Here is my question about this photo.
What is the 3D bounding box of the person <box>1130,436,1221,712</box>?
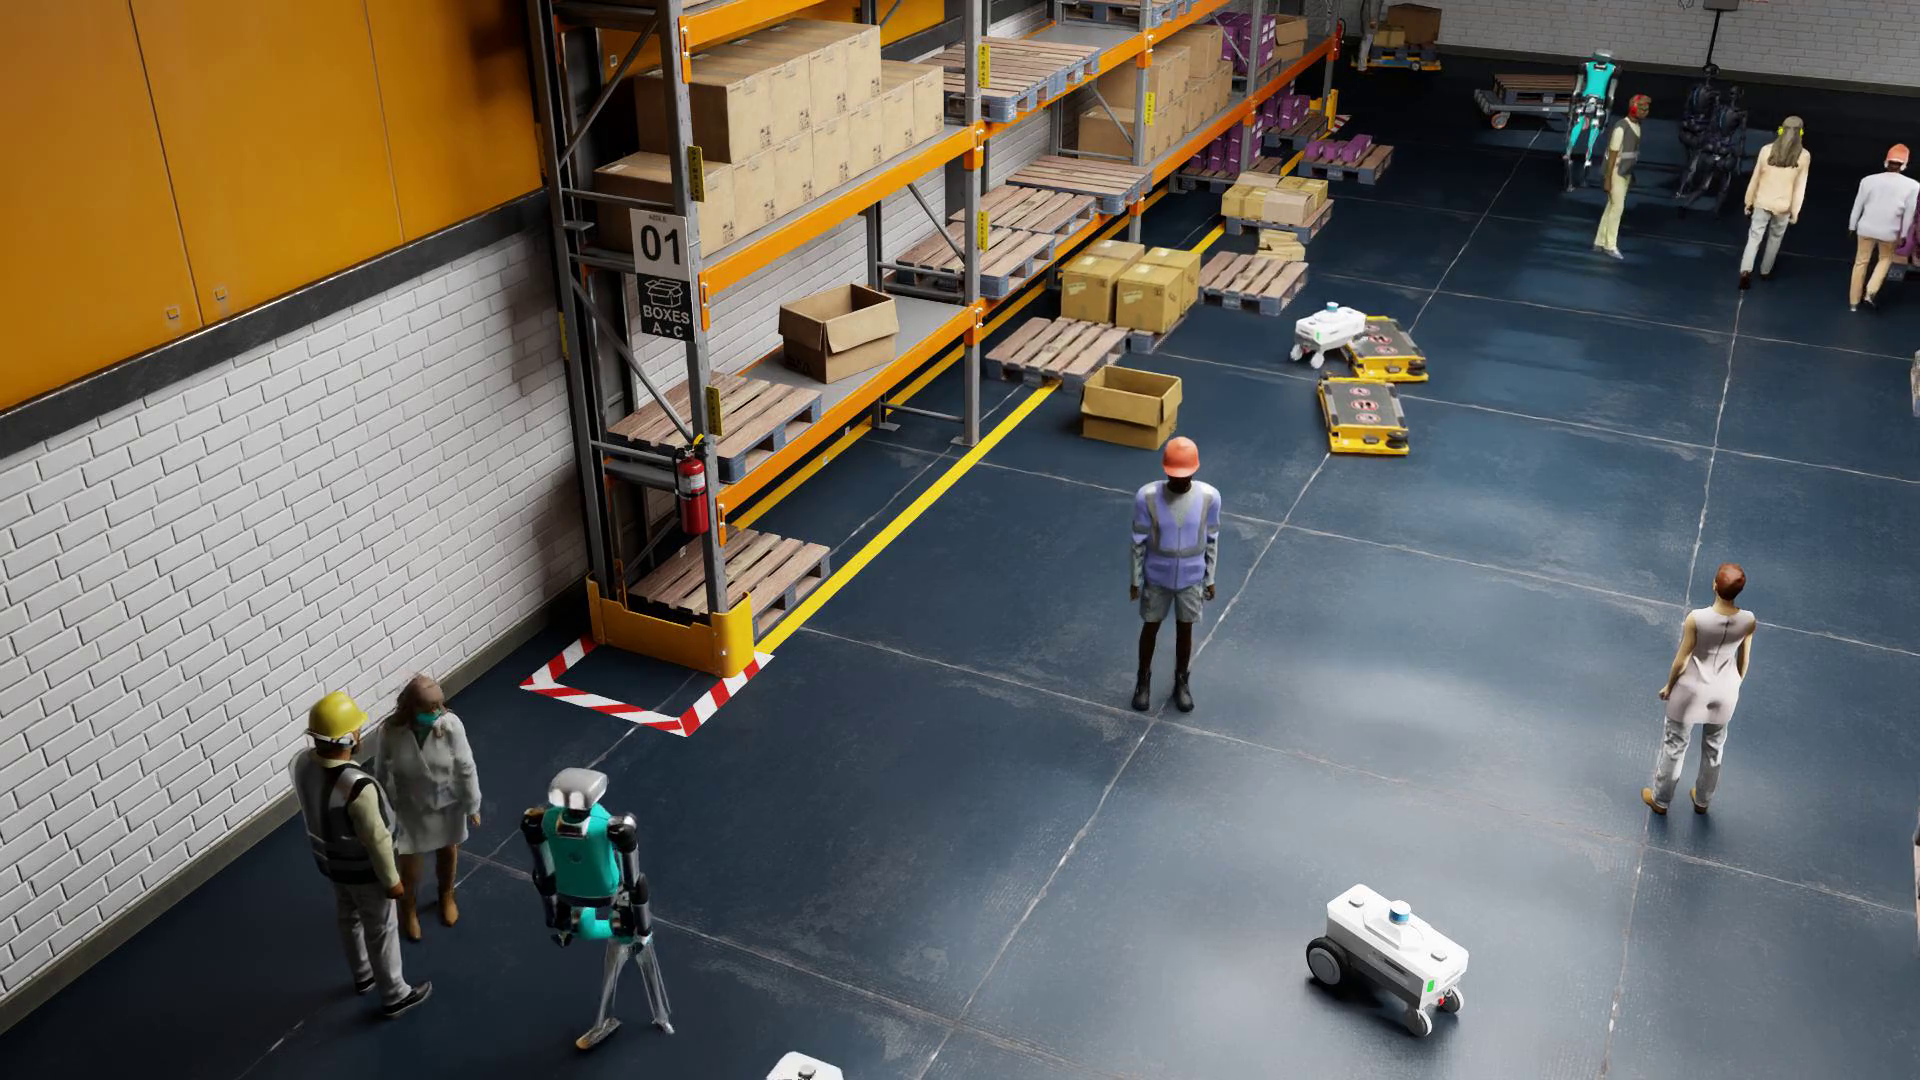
[{"bbox_3d":[1.354,0.230,10.547,0.550,1.935,0.369,0,28,1],"label":"person"}]

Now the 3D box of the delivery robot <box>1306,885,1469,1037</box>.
[{"bbox_3d":[2.204,2.106,8.531,0.499,0.603,0.794,-21,35,-34],"label":"delivery robot"}]

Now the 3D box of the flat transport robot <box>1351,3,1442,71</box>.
[{"bbox_3d":[7.194,-7.933,27.437,1.431,0.231,0.659,6,29,12],"label":"flat transport robot"}]

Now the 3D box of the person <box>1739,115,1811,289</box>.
[{"bbox_3d":[8.667,-3.591,17.741,0.565,1.841,0.876,16,32,27],"label":"person"}]

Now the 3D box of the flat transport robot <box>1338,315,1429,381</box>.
[{"bbox_3d":[4.047,-1.889,16.232,0.659,0.231,1.431,-1,28,-3],"label":"flat transport robot"}]

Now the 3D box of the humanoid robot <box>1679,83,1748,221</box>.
[{"bbox_3d":[9.005,-4.589,19.769,0.623,1.640,0.593,-12,31,-21],"label":"humanoid robot"}]

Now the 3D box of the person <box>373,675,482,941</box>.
[{"bbox_3d":[-2.777,1.376,8.725,0.521,1.626,0.436,-9,30,-17],"label":"person"}]

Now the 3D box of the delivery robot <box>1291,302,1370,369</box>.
[{"bbox_3d":[3.605,-2.012,16.166,0.801,0.602,0.499,-19,34,-31],"label":"delivery robot"}]

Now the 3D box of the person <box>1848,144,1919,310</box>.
[{"bbox_3d":[9.465,-3.210,17.121,0.584,1.740,0.388,18,33,29],"label":"person"}]

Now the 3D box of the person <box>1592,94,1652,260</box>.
[{"bbox_3d":[7.423,-4.077,18.641,0.463,1.828,0.590,23,36,36],"label":"person"}]

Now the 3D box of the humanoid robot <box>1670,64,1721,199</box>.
[{"bbox_3d":[9.229,-5.097,20.705,0.629,1.639,0.616,-10,30,-18],"label":"humanoid robot"}]

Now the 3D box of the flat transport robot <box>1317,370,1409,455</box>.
[{"bbox_3d":[3.584,-1.138,14.839,0.659,0.231,1.431,3,28,5],"label":"flat transport robot"}]

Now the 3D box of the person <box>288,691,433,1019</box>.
[{"bbox_3d":[-2.967,1.557,8.209,0.594,1.823,0.403,20,34,32],"label":"person"}]

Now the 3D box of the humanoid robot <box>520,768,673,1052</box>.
[{"bbox_3d":[-1.669,1.720,7.991,0.555,1.781,0.781,3,29,6],"label":"humanoid robot"}]

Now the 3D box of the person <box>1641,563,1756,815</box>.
[{"bbox_3d":[4.309,0.872,9.644,0.438,1.660,0.286,1,28,1],"label":"person"}]

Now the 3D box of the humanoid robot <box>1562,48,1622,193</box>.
[{"bbox_3d":[7.893,-5.226,20.892,0.577,1.804,0.823,10,30,17],"label":"humanoid robot"}]

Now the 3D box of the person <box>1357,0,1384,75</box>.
[{"bbox_3d":[6.602,-8.399,26.673,0.365,1.824,0.514,3,29,6],"label":"person"}]

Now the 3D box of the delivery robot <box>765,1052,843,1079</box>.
[{"bbox_3d":[-0.813,2.686,7.438,0.512,0.586,0.758,13,31,22],"label":"delivery robot"}]
